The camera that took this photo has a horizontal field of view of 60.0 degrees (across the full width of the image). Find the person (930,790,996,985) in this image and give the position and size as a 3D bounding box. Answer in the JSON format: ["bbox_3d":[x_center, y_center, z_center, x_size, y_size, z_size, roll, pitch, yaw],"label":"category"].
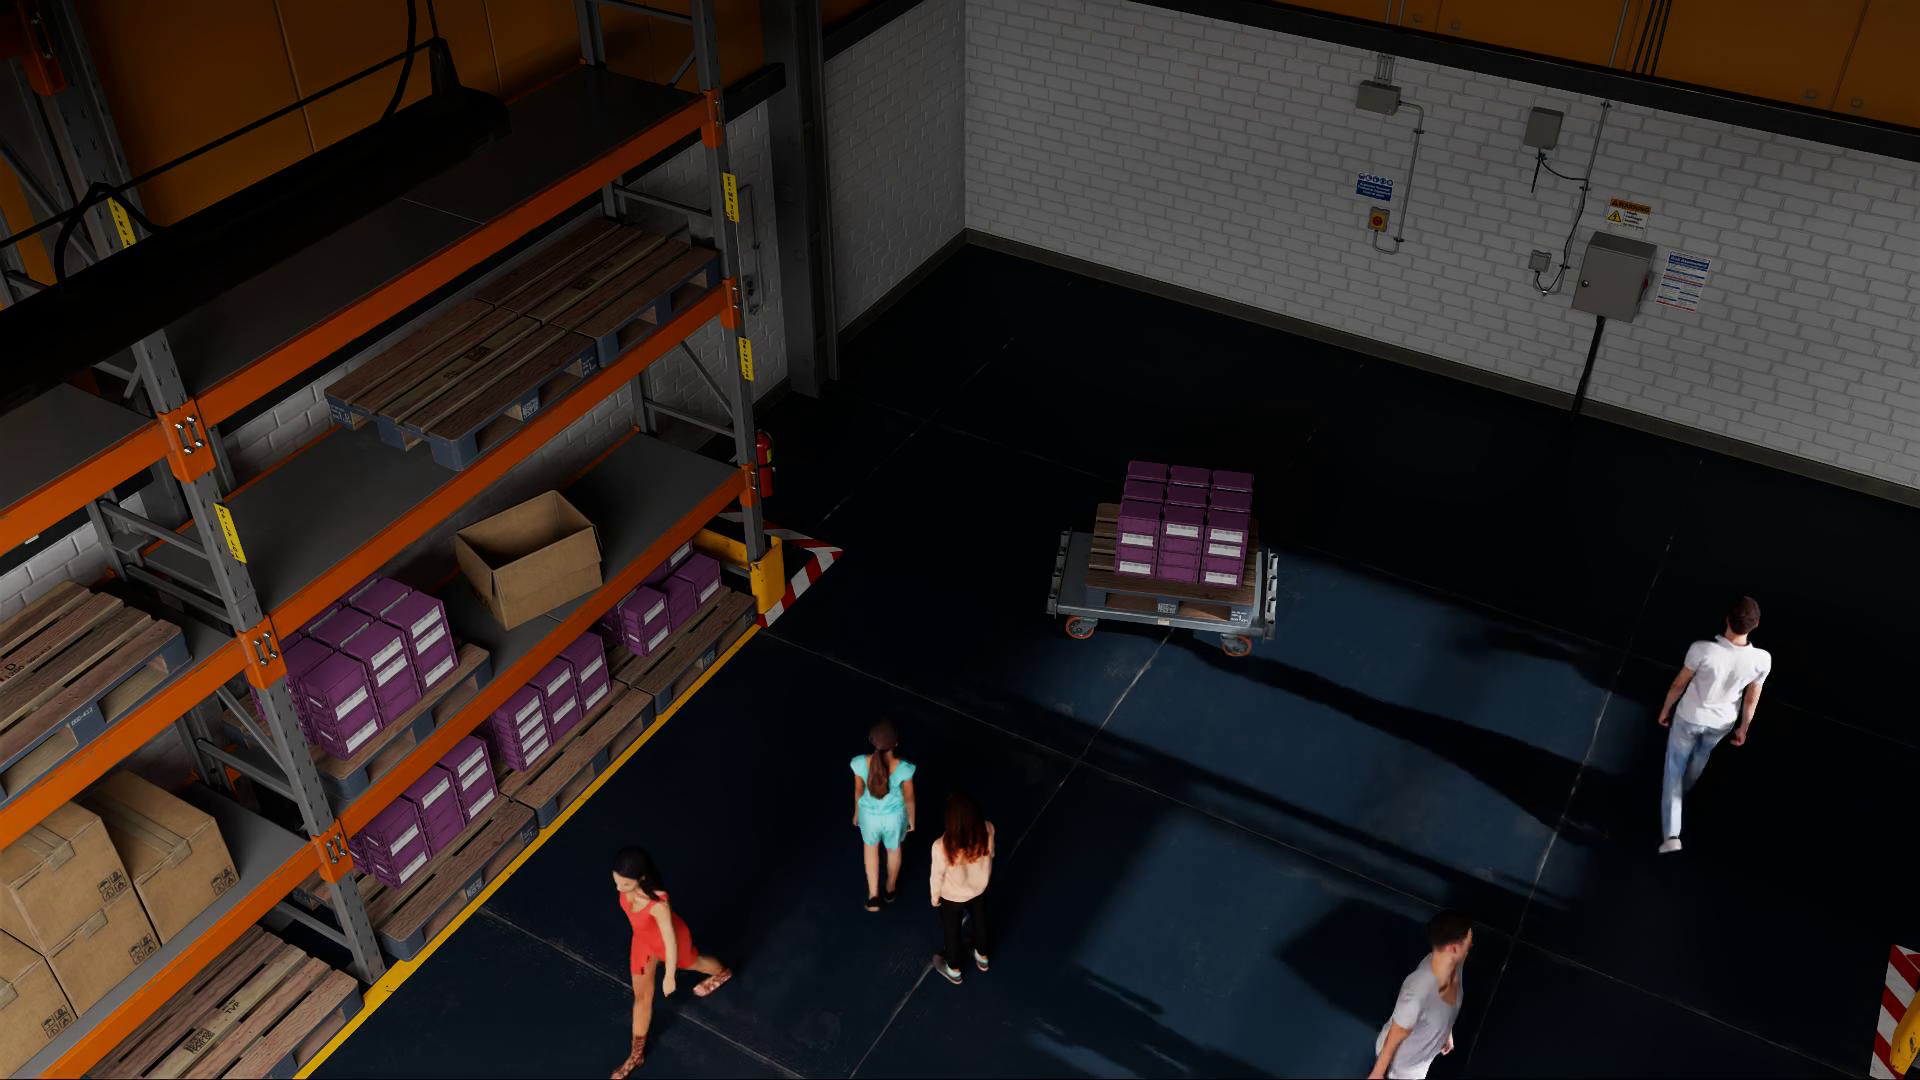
[{"bbox_3d":[0.020,1.995,9.575,0.578,1.482,0.692,-21,43,-24],"label":"person"}]

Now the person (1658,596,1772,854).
[{"bbox_3d":[4.632,1.180,10.324,0.929,1.820,1.255,7,39,9],"label":"person"}]

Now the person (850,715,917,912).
[{"bbox_3d":[-0.469,1.680,9.916,0.709,1.548,0.833,4,39,5],"label":"person"}]

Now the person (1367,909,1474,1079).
[{"bbox_3d":[2.259,2.617,8.540,0.568,1.801,0.865,-26,46,-29],"label":"person"}]

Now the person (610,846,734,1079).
[{"bbox_3d":[-1.588,2.175,9.221,0.716,1.643,1.234,30,47,32],"label":"person"}]
